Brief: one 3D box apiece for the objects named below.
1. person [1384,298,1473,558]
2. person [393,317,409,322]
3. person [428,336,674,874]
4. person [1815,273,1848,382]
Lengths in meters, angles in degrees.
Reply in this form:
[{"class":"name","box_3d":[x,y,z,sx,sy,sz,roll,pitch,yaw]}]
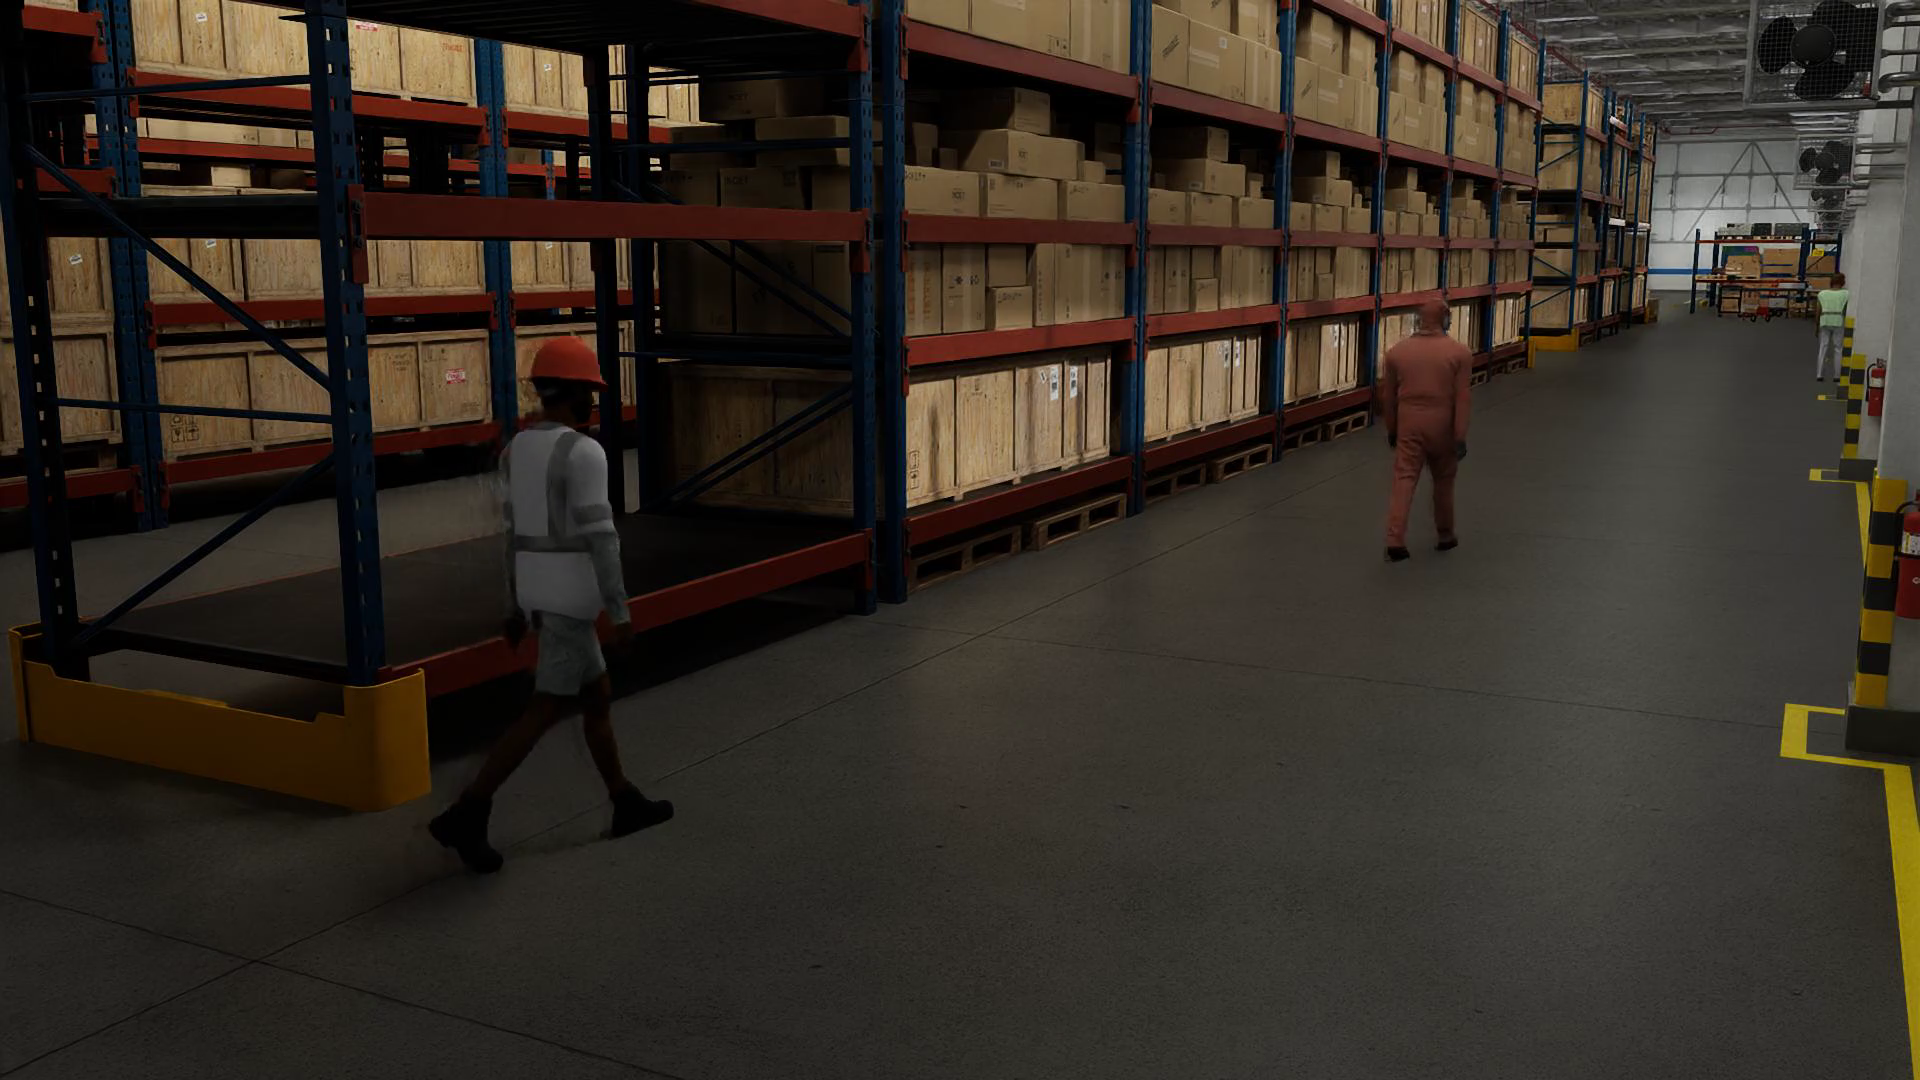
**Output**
[{"class":"person","box_3d":[3.345,-0.800,11.946,0.661,1.862,0.985,6,12,33]},{"class":"person","box_3d":[-6.828,-2.209,20.447,0.321,1.736,0.487,-3,10,-14]},{"class":"person","box_3d":[-1.498,0.221,5.967,0.616,1.888,0.955,9,13,43]},{"class":"person","box_3d":[14.756,-3.586,28.108,0.569,1.840,0.374,9,13,41]}]
